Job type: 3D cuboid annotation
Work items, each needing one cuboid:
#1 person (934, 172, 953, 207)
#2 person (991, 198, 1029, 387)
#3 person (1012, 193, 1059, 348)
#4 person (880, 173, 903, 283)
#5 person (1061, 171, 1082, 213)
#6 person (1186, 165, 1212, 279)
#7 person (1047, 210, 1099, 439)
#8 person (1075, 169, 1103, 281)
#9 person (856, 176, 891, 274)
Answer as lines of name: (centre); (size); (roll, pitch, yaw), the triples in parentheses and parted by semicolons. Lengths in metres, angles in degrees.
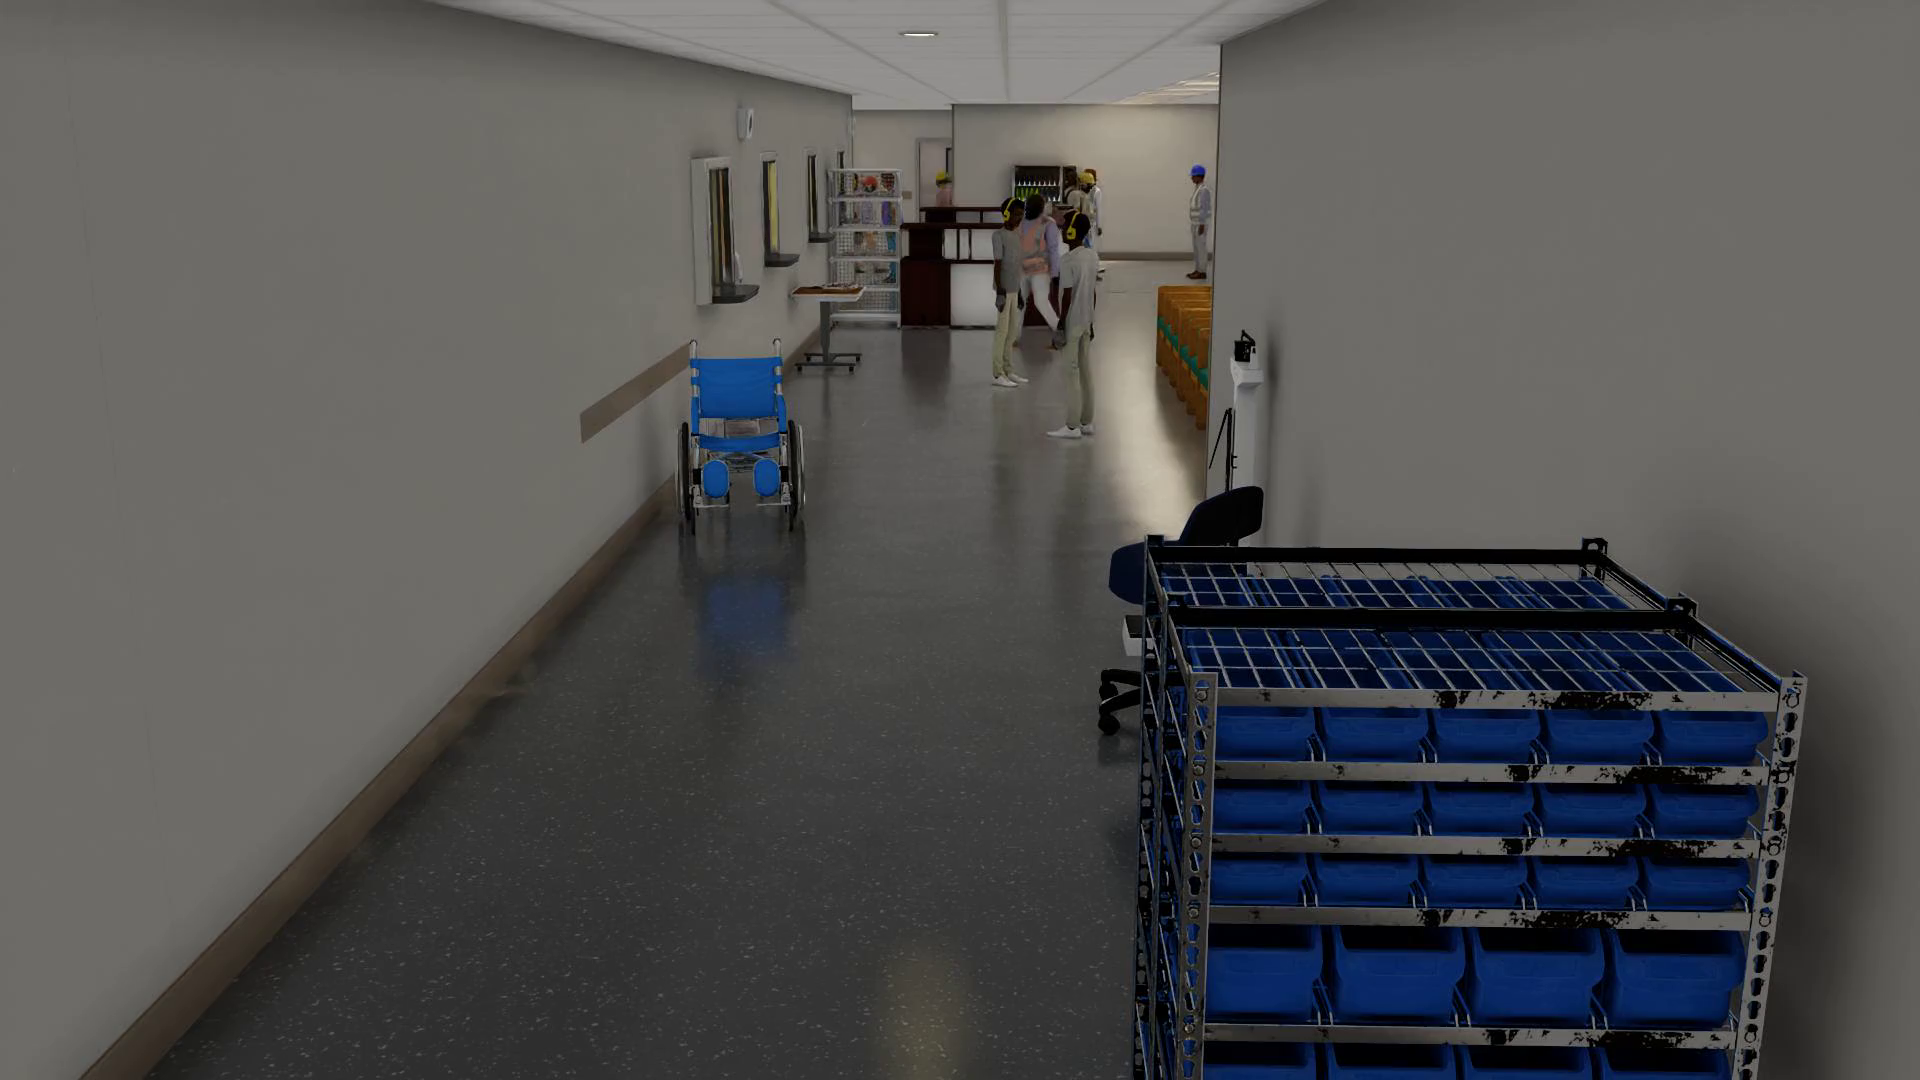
person: (-0.412, -6.072, 31.460); (0.711, 1.741, 0.547); (7, 15, 25)
person: (0.499, -2.468, 16.612); (0.329, 1.865, 0.508); (7, 15, 25)
person: (0.870, -3.136, 19.455); (0.698, 1.818, 0.587); (12, 18, 40)
person: (-1.132, -5.215, 27.815); (0.388, 1.837, 0.564); (-1, 14, -6)
person: (1.886, -5.253, 27.945); (0.345, 1.846, 0.508); (-8, 16, -30)
person: (4.120, -5.468, 28.622); (0.403, 1.946, 0.606); (-1, 14, -5)
person: (0.942, -1.775, 13.772); (0.326, 1.876, 0.518); (10, 17, 35)
person: (2.170, -5.341, 28.231); (0.574, 1.881, 0.357); (12, 18, 39)
person: (-1.589, -5.613, 29.686); (0.814, 1.707, 0.571); (-2, 14, -7)
